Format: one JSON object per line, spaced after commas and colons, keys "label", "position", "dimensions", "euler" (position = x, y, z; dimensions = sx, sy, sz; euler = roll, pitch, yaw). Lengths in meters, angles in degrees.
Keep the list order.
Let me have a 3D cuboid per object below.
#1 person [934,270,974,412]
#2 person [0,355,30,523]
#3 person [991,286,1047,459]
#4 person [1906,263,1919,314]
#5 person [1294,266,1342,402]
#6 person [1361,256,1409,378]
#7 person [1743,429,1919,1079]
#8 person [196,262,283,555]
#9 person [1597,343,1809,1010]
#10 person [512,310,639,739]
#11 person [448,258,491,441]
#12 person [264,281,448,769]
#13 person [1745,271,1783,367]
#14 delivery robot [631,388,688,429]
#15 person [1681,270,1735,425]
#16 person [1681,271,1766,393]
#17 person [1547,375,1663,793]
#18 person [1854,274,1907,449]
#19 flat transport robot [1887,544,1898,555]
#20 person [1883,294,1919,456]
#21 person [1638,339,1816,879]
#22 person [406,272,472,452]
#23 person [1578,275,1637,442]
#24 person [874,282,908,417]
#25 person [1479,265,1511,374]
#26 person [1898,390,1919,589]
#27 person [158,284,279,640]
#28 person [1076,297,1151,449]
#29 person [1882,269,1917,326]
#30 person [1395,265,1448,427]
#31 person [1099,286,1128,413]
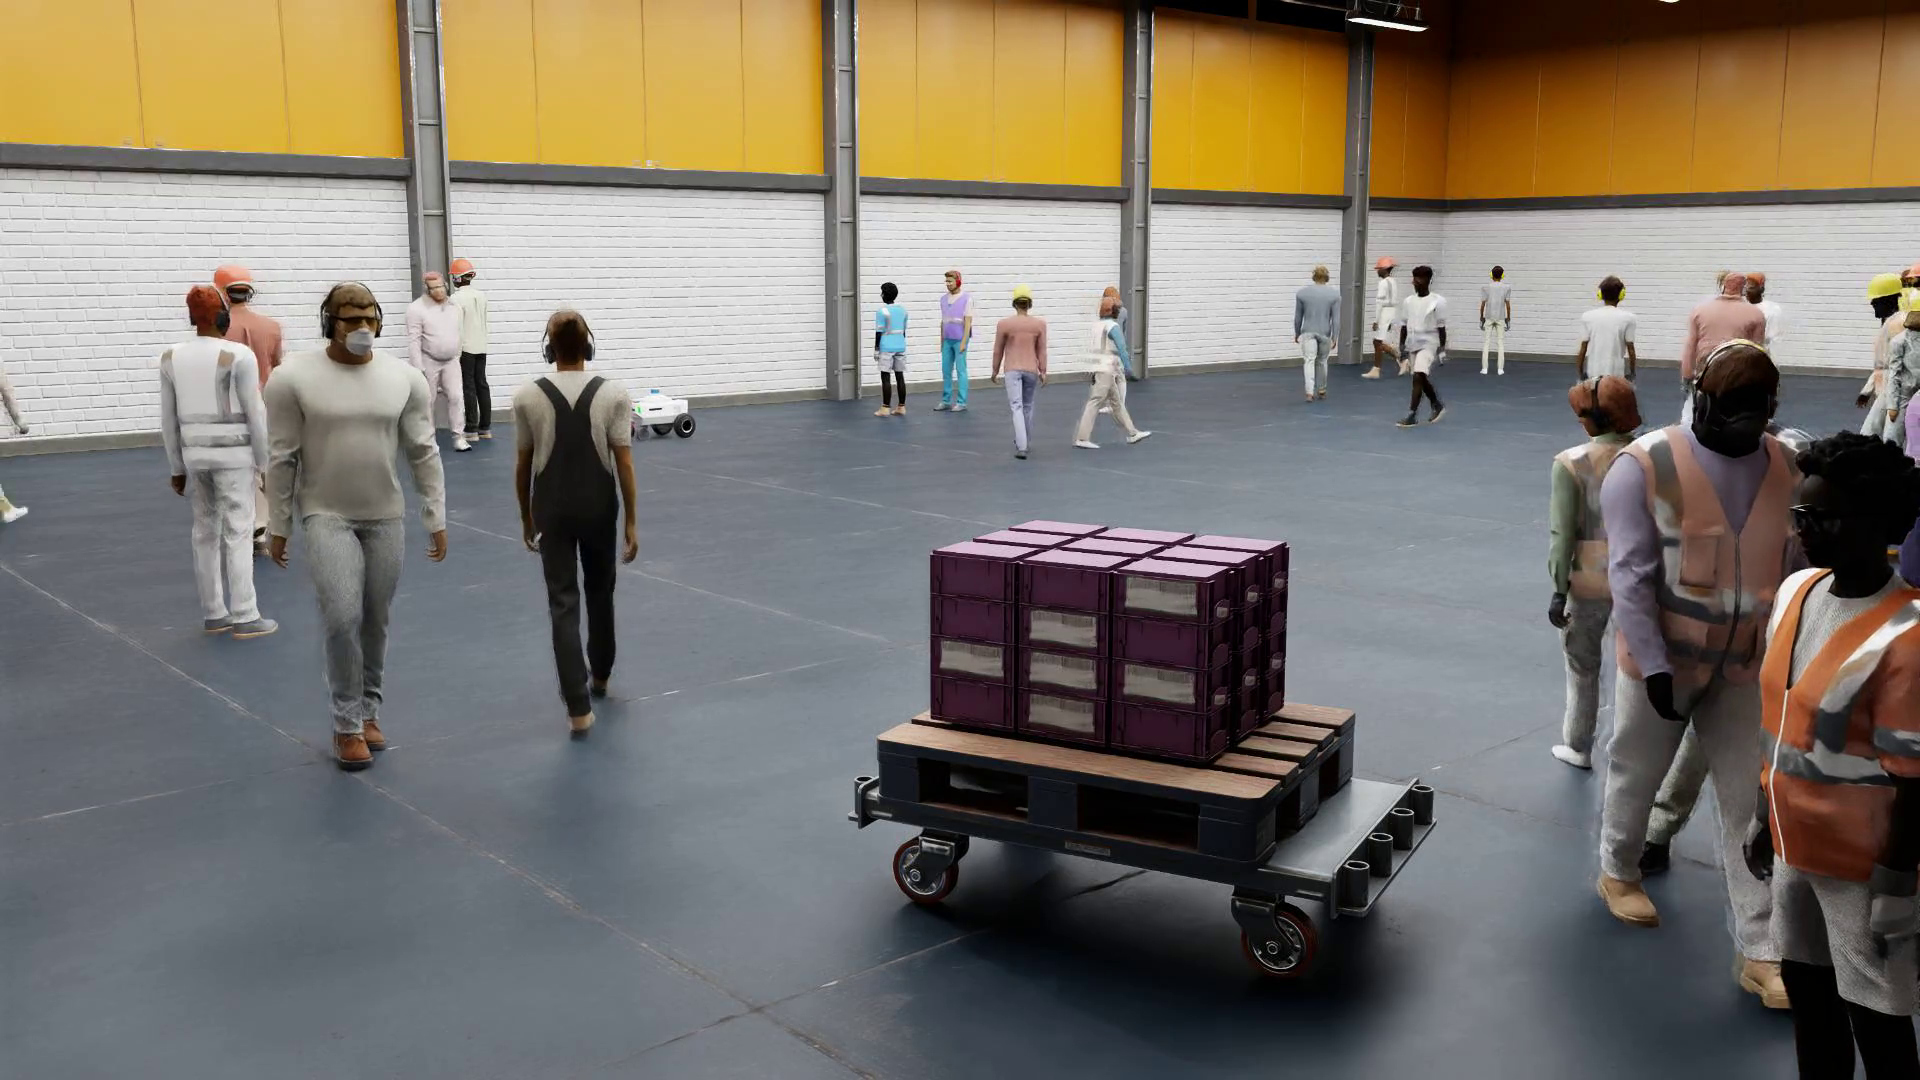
{"label": "person", "position": [-0.060, -2.590, 21.698], "dimensions": [0.582, 1.839, 0.429], "euler": [9, 13, 43]}
{"label": "person", "position": [-7.168, -0.858, 12.275], "dimensions": [0.506, 1.596, 0.826], "euler": [3, 10, 15]}
{"label": "person", "position": [0.594, -1.702, 16.848], "dimensions": [0.527, 1.721, 0.903], "euler": [-3, 10, -15]}
{"label": "person", "position": [12.456, -2.637, 21.687], "dimensions": [0.361, 1.935, 0.552], "euler": [4, 10, 20]}
{"label": "person", "position": [4.991, -2.876, 23.242], "dimensions": [0.631, 1.891, 1.025], "euler": [2, 10, 11]}
{"label": "person", "position": [7.015, -3.637, 27.303], "dimensions": [0.756, 2.021, 0.625], "euler": [5, 11, 25]}
{"label": "person", "position": [1.773, 0.624, 3.331], "dimensions": [0.324, 1.690, 0.536], "euler": [0, 10, -1]}
{"label": "person", "position": [-4.811, -0.866, 11.179], "dimensions": [0.467, 1.976, 0.624], "euler": [8, 13, 41]}
{"label": "person", "position": [2.114, 0.335, 4.736], "dimensions": [0.615, 1.791, 0.942], "euler": [0, 10, 2]}
{"label": "person", "position": [-1.679, -0.100, 7.273], "dimensions": [0.511, 1.782, 0.976], "euler": [-2, 10, -14]}
{"label": "person", "position": [-5.414, -2.086, 18.285], "dimensions": [0.387, 1.996, 0.611], "euler": [3, 10, 19]}
{"label": "person", "position": [-2.369, -0.056, 6.619], "dimensions": [0.659, 1.914, 0.713], "euler": [-7, 12, -35]}
{"label": "person", "position": [8.187, -1.819, 17.090], "dimensions": [0.538, 1.867, 0.614], "euler": [-5, 11, -26]}
{"label": "delivery robot", "position": [-3.374, -1.440, 18.438], "dimensions": [0.477, 0.478, 0.707], "euler": [9, 13, 43]}
{"label": "person", "position": [7.905, -1.859, 17.302], "dimensions": [1.052, 1.878, 0.621], "euler": [-5, 11, -26]}
{"label": "person", "position": [6.931, -1.488, 15.116], "dimensions": [0.670, 1.883, 0.452], "euler": [8, 13, 39]}
{"label": "person", "position": [2.474, 0.178, 6.224], "dimensions": [0.551, 1.590, 0.851], "euler": [0, 10, -2]}
{"label": "person", "position": [7.458, -1.206, 13.496], "dimensions": [0.870, 1.876, 0.593], "euler": [6, 12, 33]}
{"label": "flat transport robot", "position": [6.015, -0.049, 11.398], "dimensions": [1.431, 0.197, 0.652], "euler": [5, 11, 28]}
{"label": "person", "position": [7.461, -1.057, 12.995], "dimensions": [0.487, 1.744, 0.312], "euler": [-3, 10, -15]}
{"label": "person", "position": [2.556, 0.212, 5.531], "dimensions": [0.923, 1.767, 0.610], "euler": [-5, 11, -28]}
{"label": "person", "position": [-5.341, -1.806, 17.056], "dimensions": [0.667, 1.861, 0.892], "euler": [-9, 13, -44]}
{"label": "person", "position": [5.901, -1.486, 15.222], "dimensions": [0.531, 1.842, 0.711], "euler": [7, 12, 37]}
{"label": "person", "position": [-0.865, -2.394, 20.972], "dimensions": [0.320, 1.695, 0.537], "euler": [9, 13, 43]}
{"label": "person", "position": [9.184, -3.769, 28.536], "dimensions": [0.517, 1.862, 0.313], "euler": [3, 10, 19]}
{"label": "person", "position": [3.465, 0.091, 5.567], "dimensions": [0.616, 1.985, 1.060], "euler": [5, 11, 27]}
{"label": "person", "position": [-3.918, -0.409, 8.814], "dimensions": [0.579, 1.883, 0.350], "euler": [2, 10, 13]}
{"label": "person", "position": [1.613, -1.750, 17.498], "dimensions": [0.893, 1.586, 0.525], "euler": [-2, 10, -12]}
{"label": "person", "position": [13.144, -2.837, 23.133], "dimensions": [0.430, 1.845, 0.619], "euler": [-6, 11, -30]}
{"label": "person", "position": [5.575, -2.330, 19.929], "dimensions": [0.964, 1.932, 0.613], "euler": [-7, 12, -34]}
{"label": "person", "position": [1.967, -2.457, 21.515], "dimensions": [0.498, 1.633, 0.284], "euler": [-9, 13, -42]}
